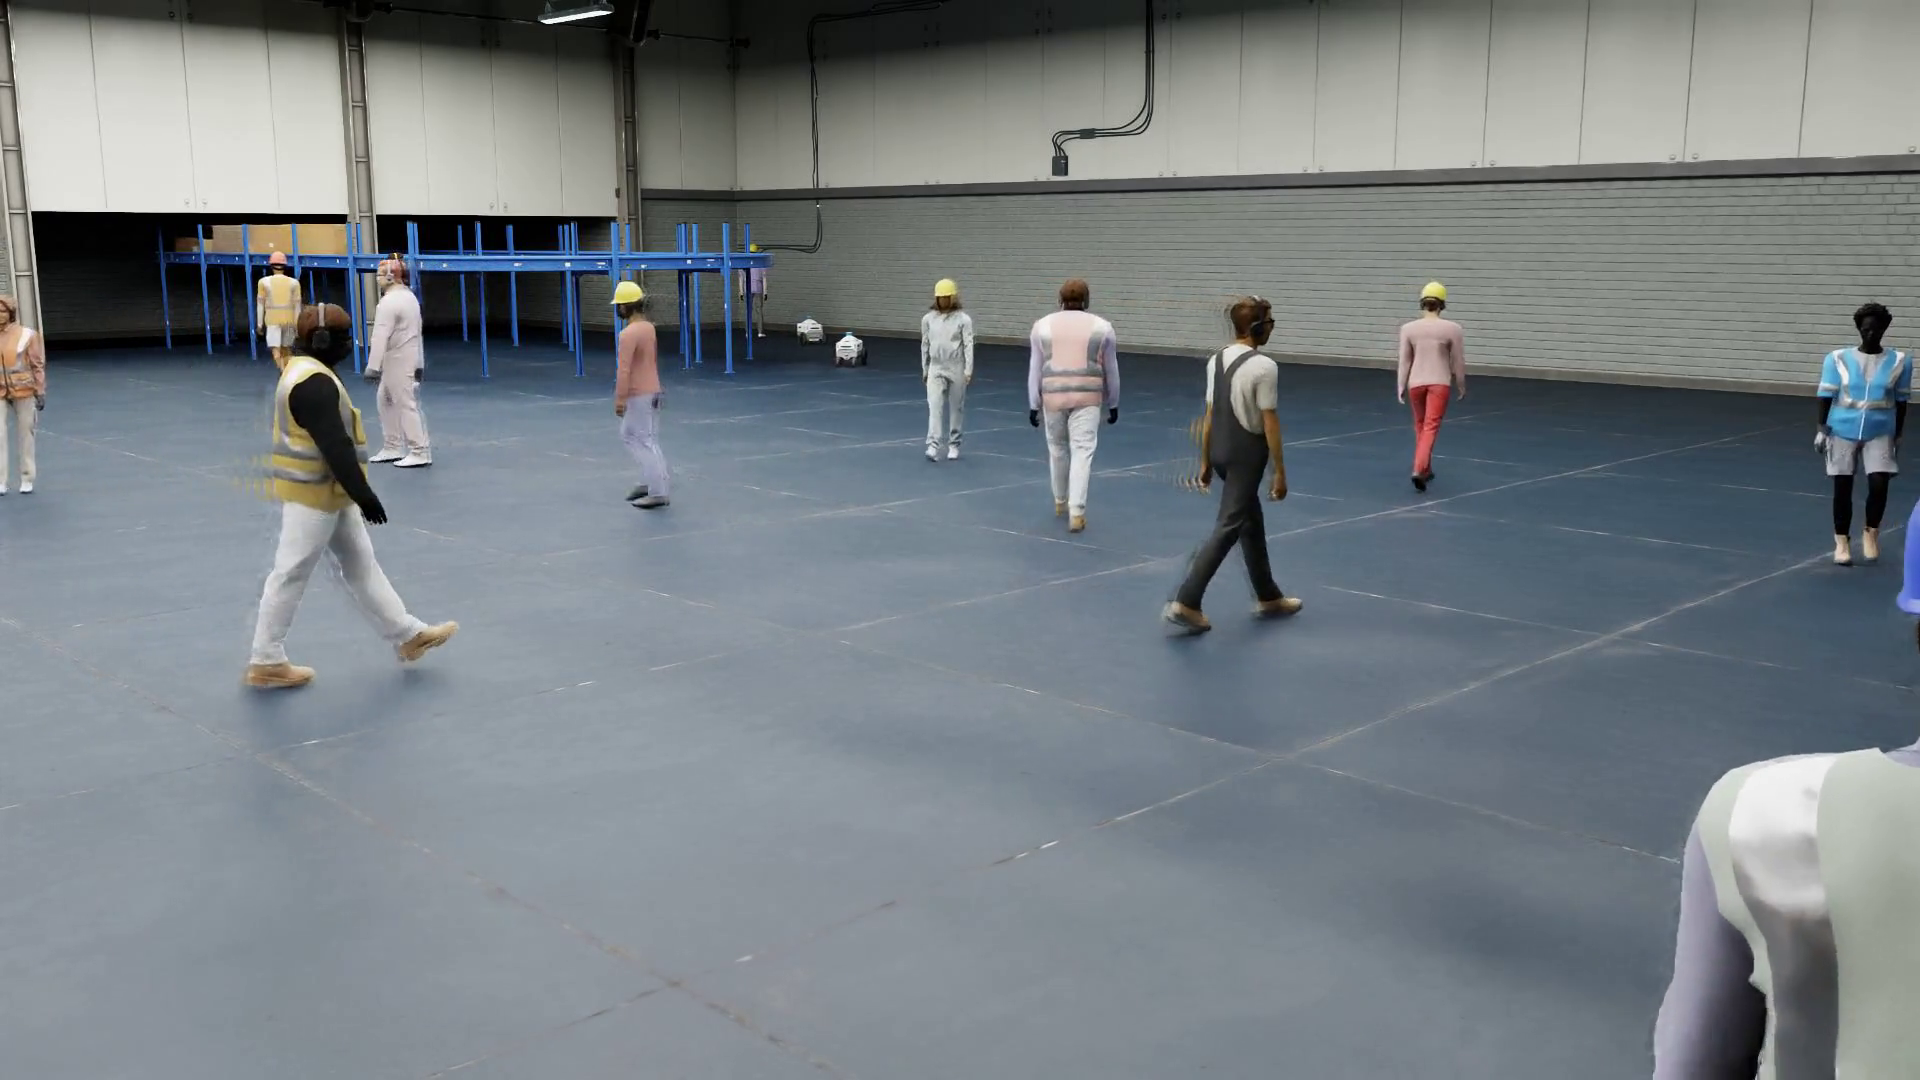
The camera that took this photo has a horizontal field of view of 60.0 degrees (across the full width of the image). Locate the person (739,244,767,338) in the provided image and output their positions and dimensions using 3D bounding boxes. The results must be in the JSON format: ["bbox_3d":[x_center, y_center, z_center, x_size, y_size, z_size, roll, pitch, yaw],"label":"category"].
[{"bbox_3d":[-4.280,-5.159,34.467,0.588,1.927,0.370,0,10,-1],"label":"person"}]

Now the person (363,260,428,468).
[{"bbox_3d":[-5.234,-1.598,15.173,0.739,1.883,0.653,-1,10,-5],"label":"person"}]

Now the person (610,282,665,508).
[{"bbox_3d":[-2.535,-1.126,12.944,0.540,1.745,0.545,2,11,12],"label":"person"}]

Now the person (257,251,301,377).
[{"bbox_3d":[-9.194,-2.955,22.535,0.553,1.909,0.912,-7,13,-34],"label":"person"}]

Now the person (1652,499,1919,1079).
[{"bbox_3d":[1.025,0.861,1.769,0.619,1.895,1.035,6,12,31],"label":"person"}]

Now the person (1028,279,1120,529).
[{"bbox_3d":[0.850,-1.017,12.260,0.657,1.787,0.971,2,11,11],"label":"person"}]

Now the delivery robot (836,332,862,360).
[{"bbox_3d":[-1.801,-3.145,27.091,0.477,0.478,0.707,1,10,5],"label":"delivery robot"}]

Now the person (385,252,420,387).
[{"bbox_3d":[-7.889,-3.100,23.400,0.328,1.872,0.510,-9,14,-41],"label":"person"}]

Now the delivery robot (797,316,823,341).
[{"bbox_3d":[-2.914,-4.096,32.280,0.477,0.478,0.707,-4,11,-21],"label":"delivery robot"}]

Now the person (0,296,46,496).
[{"bbox_3d":[-7.695,-1.150,13.442,0.541,1.606,0.758,-4,11,-19],"label":"person"}]

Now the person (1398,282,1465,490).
[{"bbox_3d":[3.954,-1.311,14.044,0.527,1.727,0.887,7,12,33],"label":"person"}]

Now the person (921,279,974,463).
[{"bbox_3d":[-0.127,-1.572,15.517,0.508,1.689,0.889,2,11,9],"label":"person"}]

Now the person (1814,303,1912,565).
[{"bbox_3d":[5.764,-0.668,10.653,0.539,1.684,0.376,5,12,25],"label":"person"}]

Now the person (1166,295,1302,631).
[{"bbox_3d":[1.495,-0.419,8.980,0.967,1.804,0.530,-6,12,-28],"label":"person"}]

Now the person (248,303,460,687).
[{"bbox_3d":[-2.942,-0.219,7.898,1.004,1.785,0.631,-4,11,-19],"label":"person"}]
